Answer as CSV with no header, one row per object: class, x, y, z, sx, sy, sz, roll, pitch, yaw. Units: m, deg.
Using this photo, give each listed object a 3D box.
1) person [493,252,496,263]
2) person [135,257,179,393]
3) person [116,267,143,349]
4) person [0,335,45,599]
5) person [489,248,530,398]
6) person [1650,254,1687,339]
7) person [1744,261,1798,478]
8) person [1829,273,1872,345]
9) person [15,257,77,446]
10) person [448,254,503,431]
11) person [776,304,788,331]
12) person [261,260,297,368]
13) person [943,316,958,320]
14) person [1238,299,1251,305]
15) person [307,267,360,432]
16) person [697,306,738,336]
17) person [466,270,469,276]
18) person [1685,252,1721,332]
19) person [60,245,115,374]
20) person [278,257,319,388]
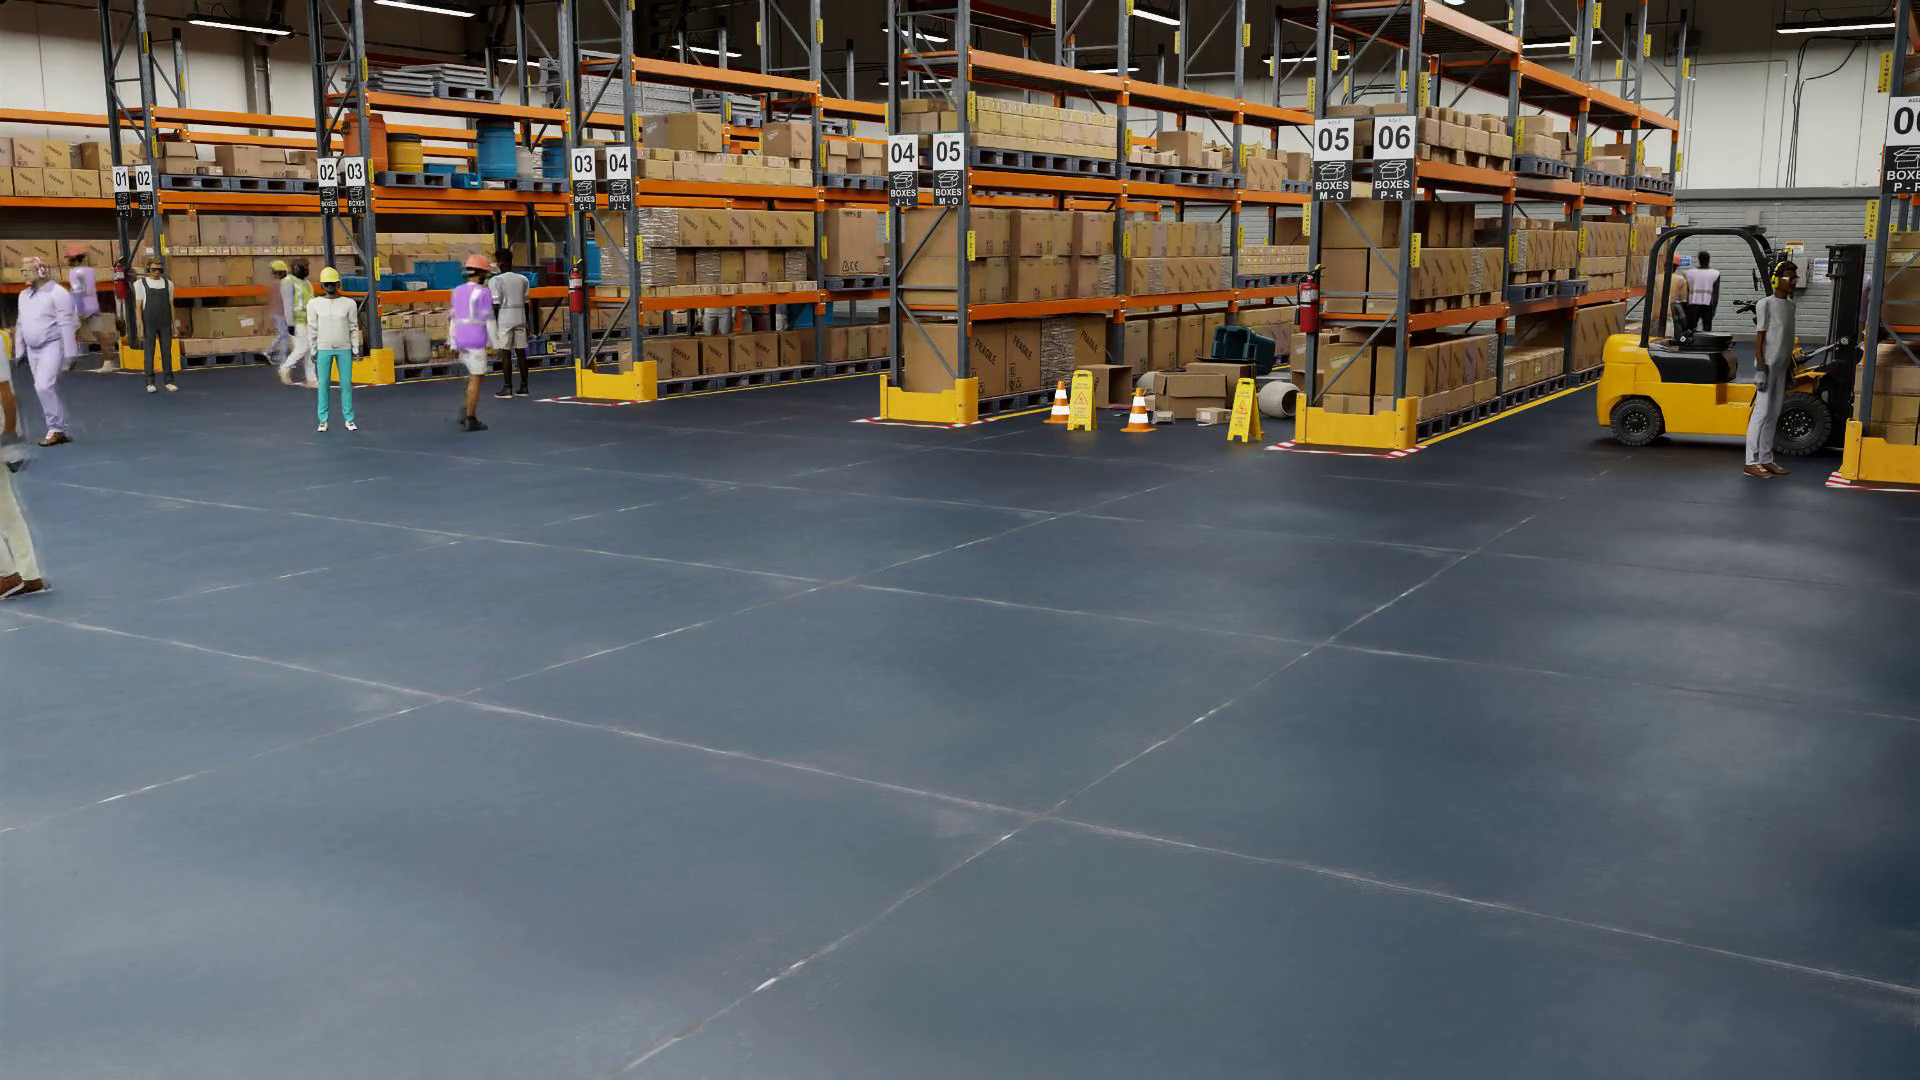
person,-9.547,-5.106,34.808,0.578,1.859,0.808,5,11,25
person,-10.945,-2.934,22.690,0.506,1.840,0.346,-9,14,-42
person,-14.313,-3.918,28.823,0.505,1.621,0.375,-1,10,-5
person,-5.514,-0.559,9.361,0.576,1.854,0.504,-9,13,-40
person,-5.911,-2.842,21.824,0.367,1.964,0.603,8,13,38
person,10.753,-3.415,25.330,0.554,1.874,1.066,5,11,25
person,7.092,-1.481,14.463,0.508,1.872,0.329,-7,12,-34
person,12.774,-3.179,23.849,0.580,1.918,0.399,5,11,27
person,-9.189,-1.870,16.595,0.671,1.885,0.608,5,11,24
person,-5.246,-2.125,17.977,0.553,1.908,0.501,8,13,37
person,-3.091,-3.800,28.109,0.500,1.636,0.281,9,13,40
person,-11.004,-3.631,26.856,0.431,1.756,0.531,-9,14,-43
person,0.010,-3.015,22.607,0.606,2.035,0.403,6,12,32
person,5.412,-4.584,32.190,0.493,1.746,0.282,8,13,37
person,-6.747,-2.051,17.948,0.526,1.769,0.330,-5,11,-24
person,-3.670,-3.422,25.186,0.629,1.932,0.373,0,10,0
person,-8.096,-3.735,27.776,0.519,1.624,0.364,6,12,31
person,13.060,-4.127,29.318,0.589,1.858,0.965,5,11,28
person,-13.669,-3.562,25.777,1.067,1.985,0.616,1,10,7
person,-9.205,-3.025,23.210,0.538,1.830,0.649,2,10,9
